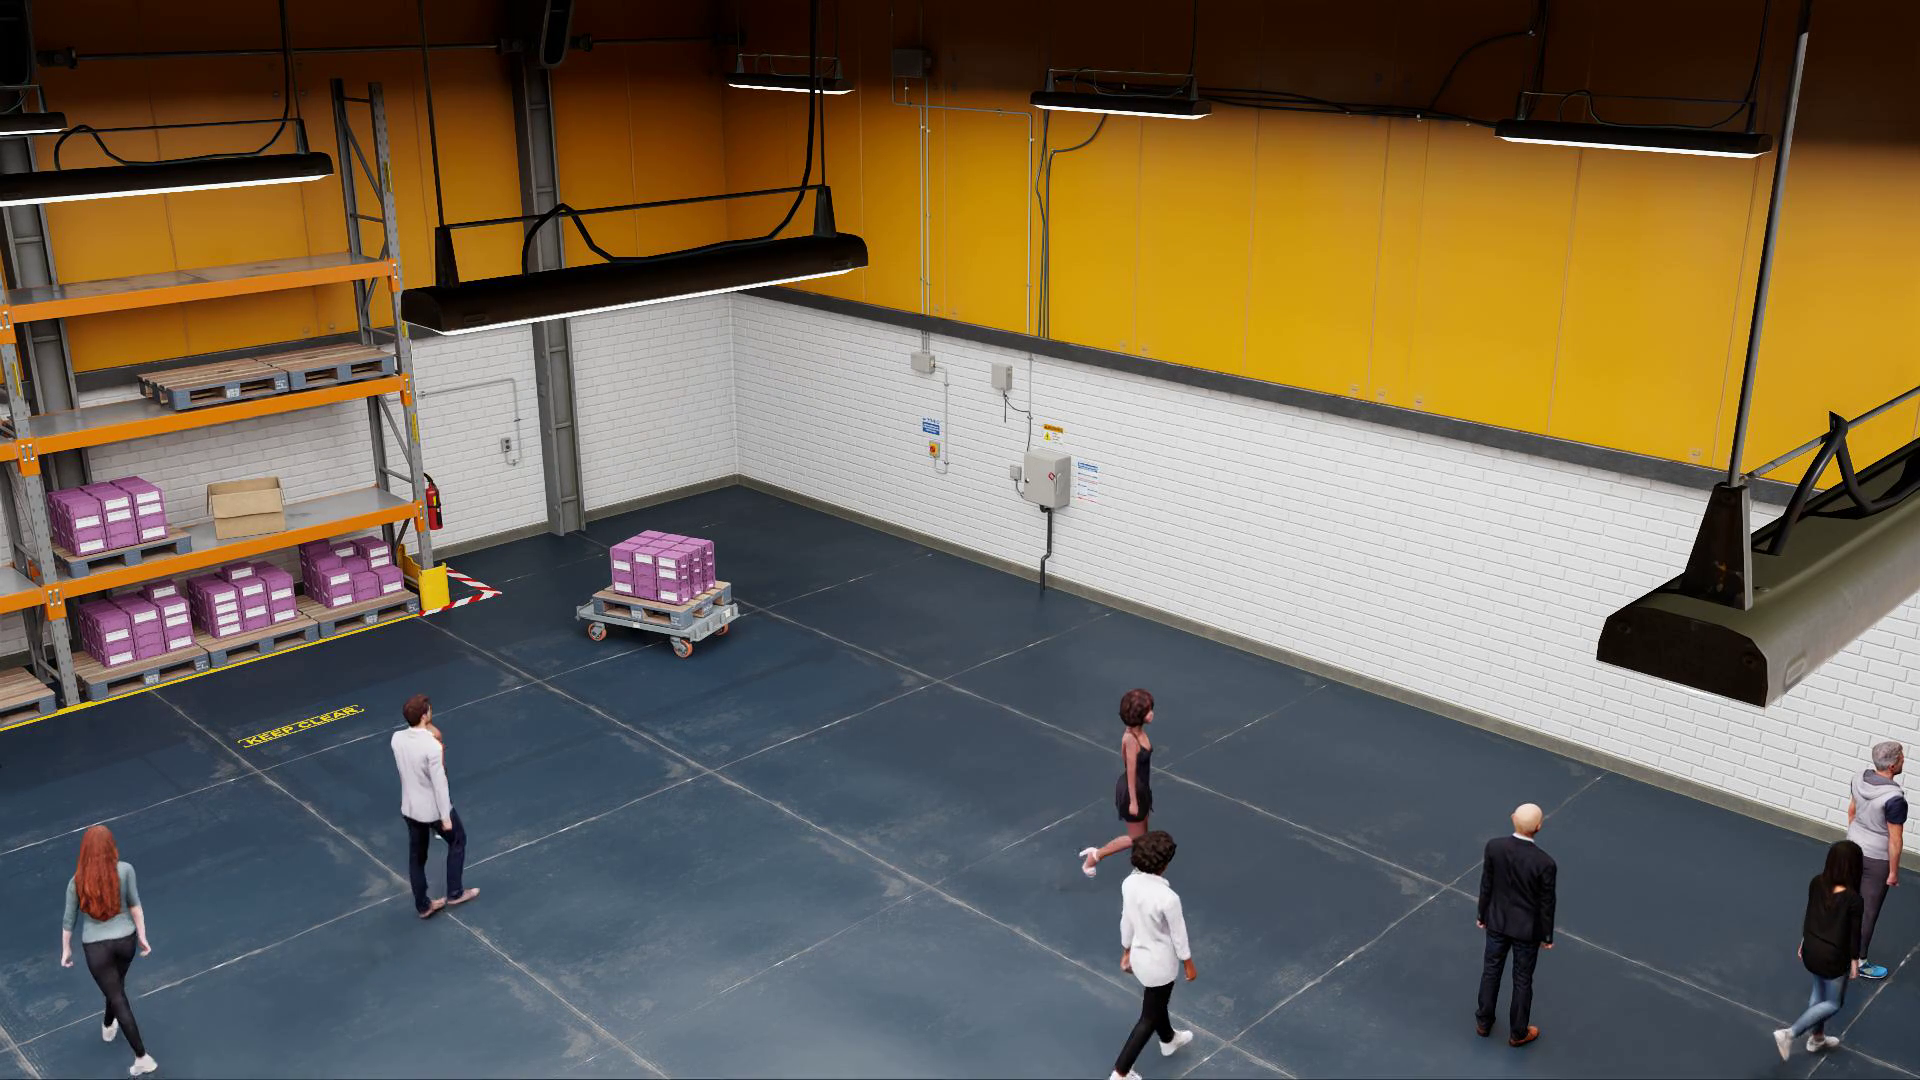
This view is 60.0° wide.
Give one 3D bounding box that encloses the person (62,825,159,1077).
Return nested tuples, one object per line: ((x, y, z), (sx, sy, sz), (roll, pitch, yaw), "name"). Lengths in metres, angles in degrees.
((-5.648, 2.781, 11.117), (1.140, 1.695, 0.833), (-15, 24, -38), "person")

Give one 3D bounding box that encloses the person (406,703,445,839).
((-4.565, 1.947, 14.287), (0.580, 1.252, 0.592), (6, 19, 17), "person")

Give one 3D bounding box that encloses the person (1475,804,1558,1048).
((3.803, 2.627, 11.409), (0.703, 1.800, 0.620), (14, 23, 35), "person")

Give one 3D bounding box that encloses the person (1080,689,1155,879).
((1.302, 2.030, 13.223), (0.860, 1.775, 0.893), (5, 19, 15), "person")

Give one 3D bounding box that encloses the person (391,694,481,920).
((-4.203, 2.107, 12.897), (0.823, 1.836, 0.859), (9, 21, 26), "person")

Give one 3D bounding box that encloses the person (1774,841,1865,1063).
((5.799, 2.793, 11.180), (0.993, 1.633, 0.807), (-7, 20, -20), "person")

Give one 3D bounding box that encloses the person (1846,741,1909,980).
((6.699, 2.322, 12.268), (0.791, 1.830, 0.770), (-3, 19, -8), "person")

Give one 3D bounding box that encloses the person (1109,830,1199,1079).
((1.242, 2.795, 10.952), (1.142, 1.774, 0.767), (-13, 22, -33), "person")
